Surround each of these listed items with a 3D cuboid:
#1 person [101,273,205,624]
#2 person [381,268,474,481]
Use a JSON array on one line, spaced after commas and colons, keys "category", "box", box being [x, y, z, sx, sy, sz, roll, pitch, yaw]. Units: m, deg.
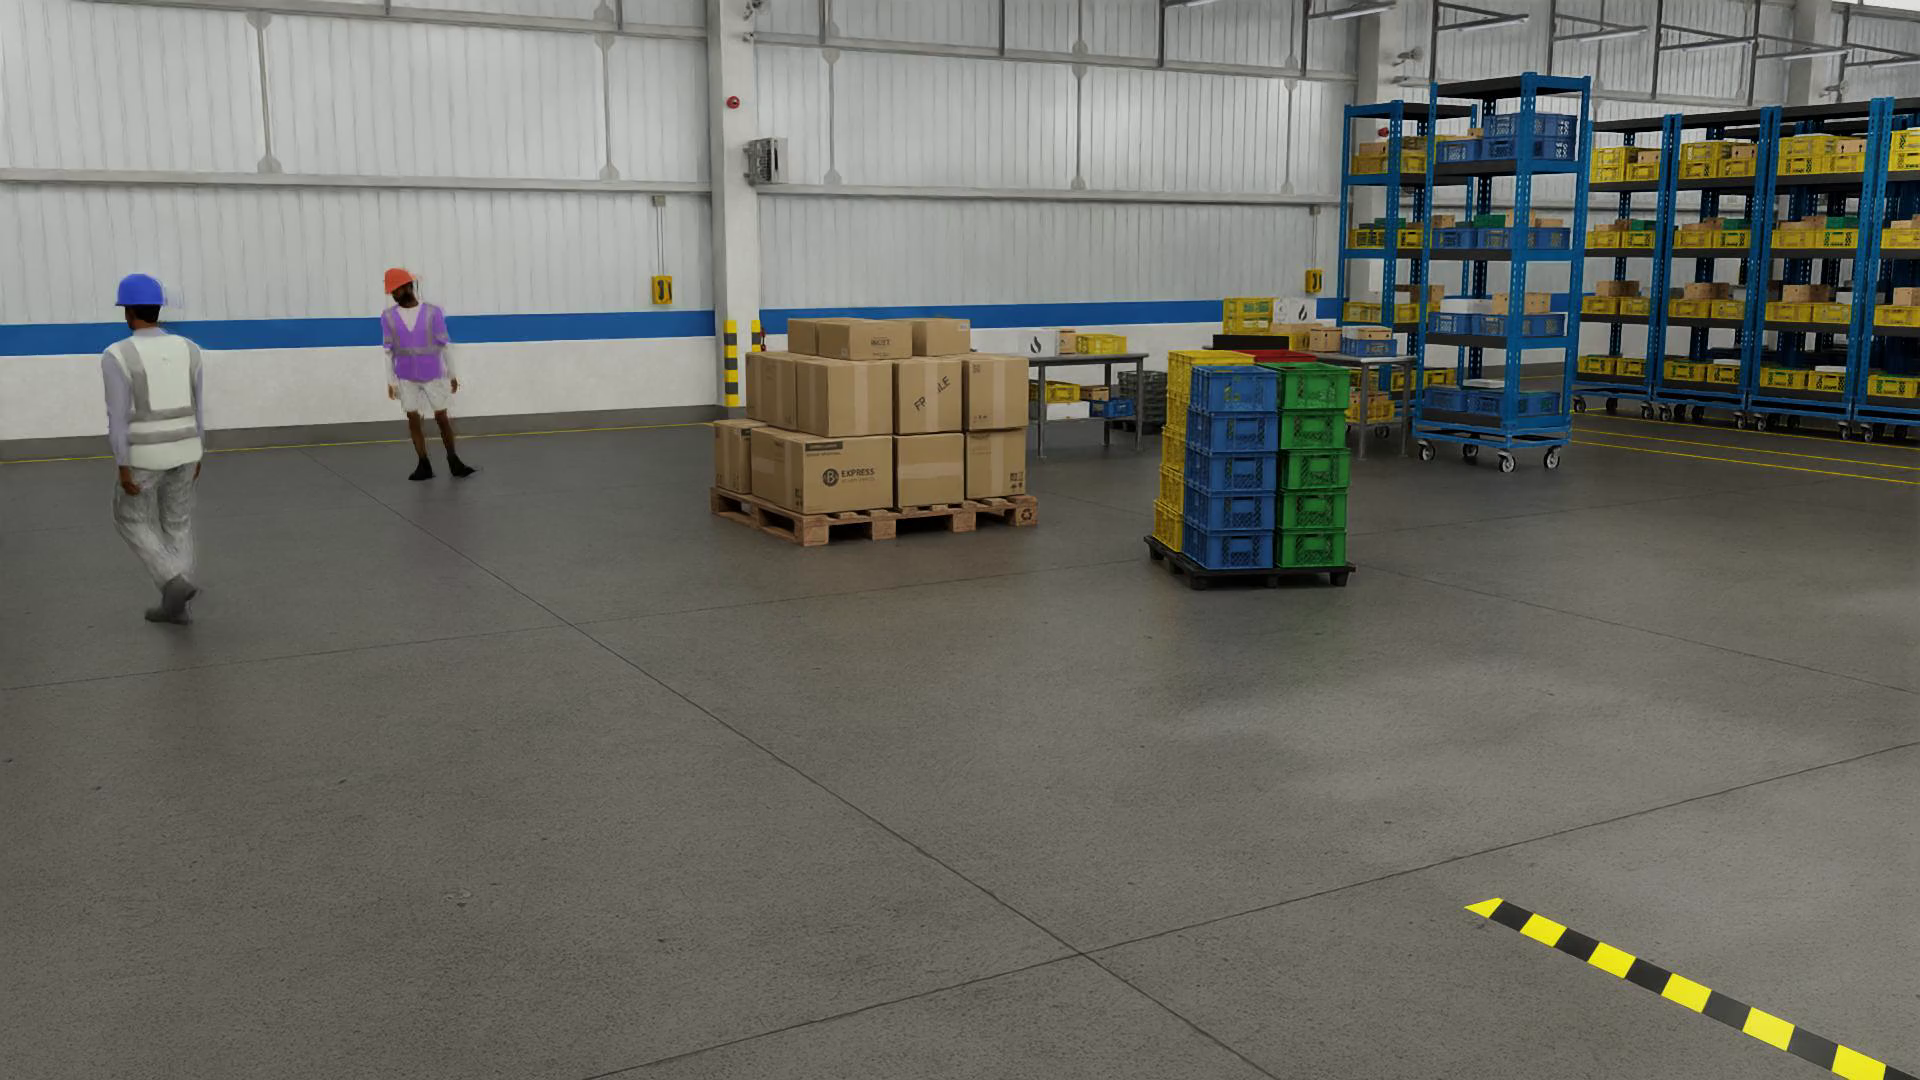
[{"category": "person", "box": [-4.337, -0.472, 9.029, 0.483, 1.932, 0.614, 6, 12, 30]}, {"category": "person", "box": [-4.741, -1.454, 14.721, 0.677, 1.887, 0.493, -2, 10, -9]}]
